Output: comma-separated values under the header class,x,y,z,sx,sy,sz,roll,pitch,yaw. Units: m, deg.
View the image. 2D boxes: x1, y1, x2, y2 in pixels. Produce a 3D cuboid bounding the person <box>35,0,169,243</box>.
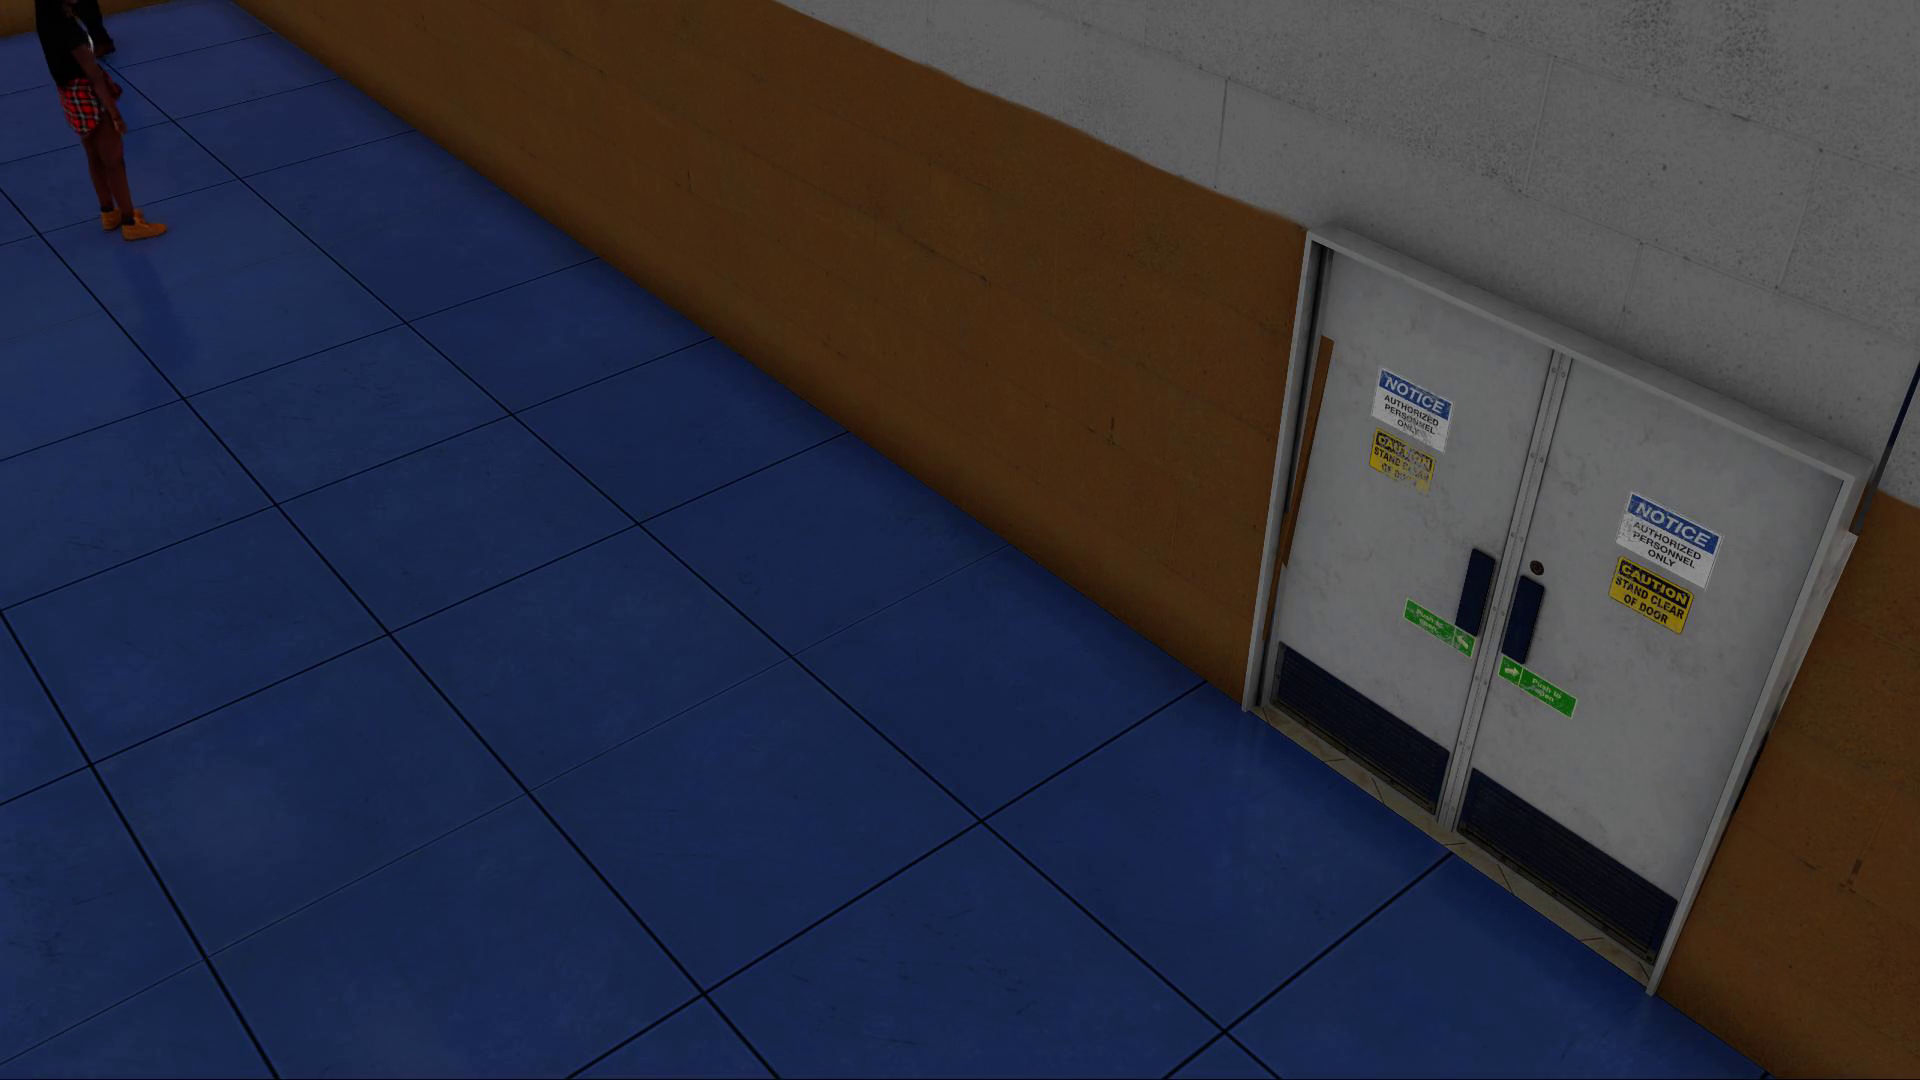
class,x,y,z,sx,sy,sz,roll,pitch,yaw
person,-5.483,-2.711,10.447,0.648,1.727,0.643,26,44,31
